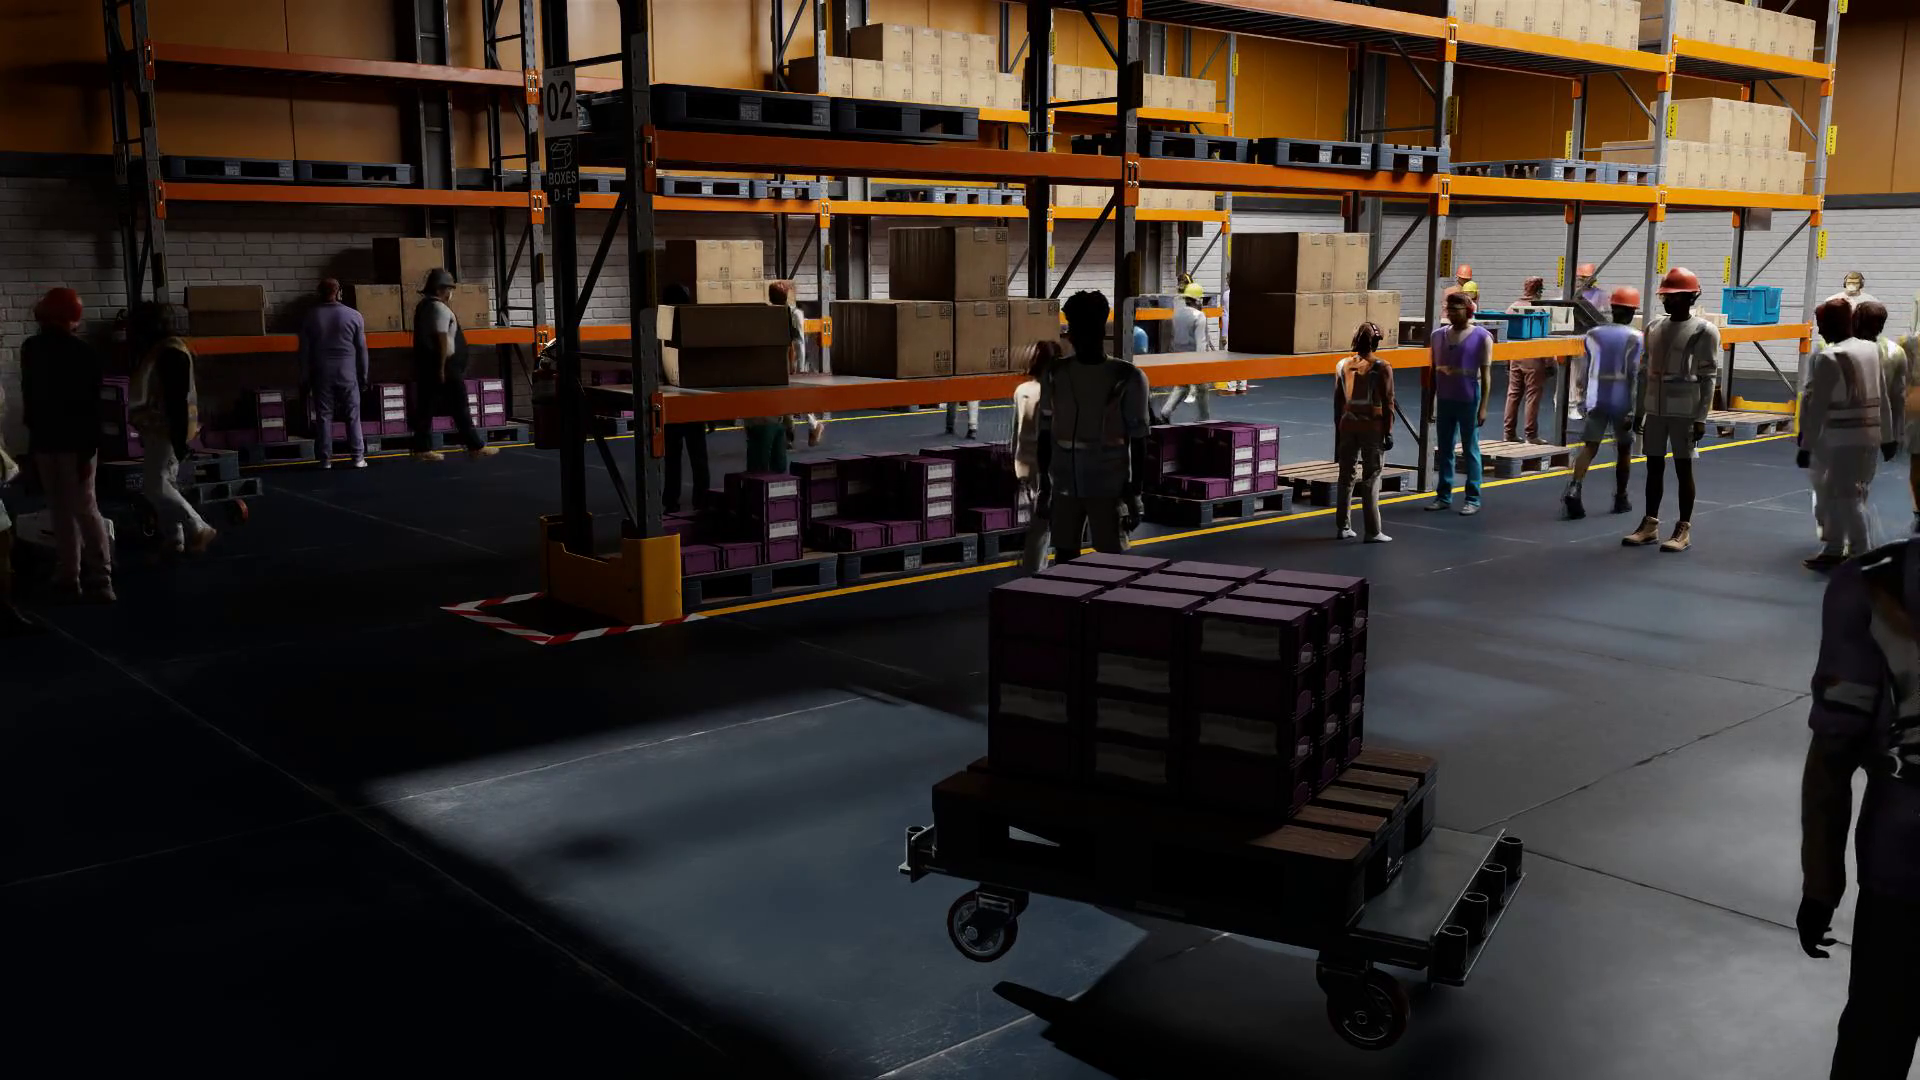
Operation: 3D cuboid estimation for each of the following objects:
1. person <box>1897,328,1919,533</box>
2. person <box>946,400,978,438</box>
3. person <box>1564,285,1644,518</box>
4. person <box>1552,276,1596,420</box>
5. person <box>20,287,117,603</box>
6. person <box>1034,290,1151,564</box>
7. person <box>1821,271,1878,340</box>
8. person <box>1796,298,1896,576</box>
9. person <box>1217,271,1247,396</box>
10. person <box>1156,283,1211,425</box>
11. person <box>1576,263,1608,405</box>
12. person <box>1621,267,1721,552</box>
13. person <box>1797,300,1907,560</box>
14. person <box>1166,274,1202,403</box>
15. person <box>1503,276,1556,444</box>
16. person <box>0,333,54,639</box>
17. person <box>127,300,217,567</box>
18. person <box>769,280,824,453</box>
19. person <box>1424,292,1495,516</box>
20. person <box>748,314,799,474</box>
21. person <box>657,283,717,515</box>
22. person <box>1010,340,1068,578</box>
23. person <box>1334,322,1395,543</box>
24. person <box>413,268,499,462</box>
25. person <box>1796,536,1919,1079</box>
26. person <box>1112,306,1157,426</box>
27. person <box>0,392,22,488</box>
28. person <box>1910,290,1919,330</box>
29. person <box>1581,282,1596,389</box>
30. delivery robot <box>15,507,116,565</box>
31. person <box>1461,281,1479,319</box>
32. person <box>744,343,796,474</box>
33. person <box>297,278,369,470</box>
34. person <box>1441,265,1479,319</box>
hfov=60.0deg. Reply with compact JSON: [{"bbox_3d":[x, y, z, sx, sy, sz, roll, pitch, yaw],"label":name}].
[{"bbox_3d":[7.384,-0.981,12.641,0.541,1.918,0.576,5,11,27],"label":"person"},{"bbox_3d":[0.045,-2.096,19.598,0.600,1.784,0.951,-1,10,-8],"label":"person"},{"bbox_3d":[5.269,-1.121,13.538,0.547,1.904,0.897,9,13,41],"label":"person"},{"bbox_3d":[8.052,-2.541,21.911,0.651,1.879,0.892,-2,10,-10],"label":"person"},{"bbox_3d":[-5.545,-0.573,10.215,0.758,1.948,0.389,4,11,24],"label":"person"},{"bbox_3d":[0.644,-0.272,8.373,0.603,1.958,0.391,5,11,29],"label":"person"},{"bbox_3d":[11.360,-2.465,21.276,0.632,1.936,0.359,4,10,21],"label":"person"},{"bbox_3d":[5.764,-0.654,10.925,0.659,1.845,0.721,-5,11,-28],"label":"person"},{"bbox_3d":[4.181,-3.148,25.294,0.361,1.932,0.630,9,13,42],"label":"person"},{"bbox_3d":[2.775,-2.196,20.080,0.719,1.816,0.608,-5,11,-28],"label":"person"},{"bbox_3d":[8.935,-2.926,23.715,0.630,2.014,0.768,0,10,-1],"label":"person"},{"bbox_3d":[5.132,-0.935,12.010,0.374,2.044,0.607,-6,11,-32],"label":"person"},{"bbox_3d":[6.296,-0.782,11.761,0.660,1.820,0.691,4,10,22],"label":"person"},{"bbox_3d":[3.278,-2.922,24.169,0.519,1.865,0.335,9,13,43],"label":"person"},{"bbox_3d":[6.456,-2.026,18.838,0.401,1.900,0.650,-6,11,-30],"label":"person"},{"bbox_3d":[-5.499,-0.348,9.000,0.855,1.901,0.597,-9,13,-43],"label":"person"},{"bbox_3d":[-5.454,-0.720,11.377,0.448,1.827,0.636,-7,12,-37],"label":"person"},{"bbox_3d":[-1.819,-1.864,17.950,0.528,1.868,0.595,-8,12,-39],"label":"person"},{"bbox_3d":[4.129,-1.124,13.737,0.390,1.834,0.564,-8,13,-40],"label":"person"},{"bbox_3d":[-1.428,-0.859,12.521,0.327,1.719,0.656,2,10,14],"label":"person"},{"bbox_3d":[-2.139,-1.020,12.882,0.589,1.915,0.399,4,10,21],"label":"person"},{"bbox_3d":[0.540,-0.381,10.012,0.537,1.623,0.534,-5,11,-29],"label":"person"},{"bbox_3d":[2.999,-0.795,12.365,0.309,1.641,0.512,-8,13,-40],"label":"person"},{"bbox_3d":[-5.290,-1.832,17.267,0.928,2.000,0.698,-7,12,-37],"label":"person"},{"bbox_3d":[1.909,0.639,3.136,0.593,1.922,0.383,3,10,18],"label":"person"},{"bbox_3d":[1.888,-1.812,18.329,0.922,1.640,0.543,-8,13,-40],"label":"person"},{"bbox_3d":[-8.877,-1.258,15.112,0.357,1.623,0.508,-5,11,-27],"label":"person"},{"bbox_3d":[14.310,-3.040,24.473,0.377,1.995,0.608,-8,12,-38],"label":"person"},{"bbox_3d":[10.008,-3.329,26.637,0.403,1.831,0.596,1,10,4],"label":"person"},{"bbox_3d":[-5.874,-0.052,10.915,0.707,0.478,0.477,7,12,35],"label":"delivery robot"},{"bbox_3d":[7.715,-3.061,25.328,0.324,1.743,0.490,-4,10,-22],"label":"person"},{"bbox_3d":[-1.740,-1.268,14.968,0.536,1.696,0.322,0,10,-3],"label":"person"},{"bbox_3d":[-6.233,-1.647,16.579,0.652,1.906,0.402,-3,10,-19],"label":"person"},{"bbox_3d":[7.859,-3.317,26.121,0.611,1.985,0.393,-1,10,-6],"label":"person"}]
